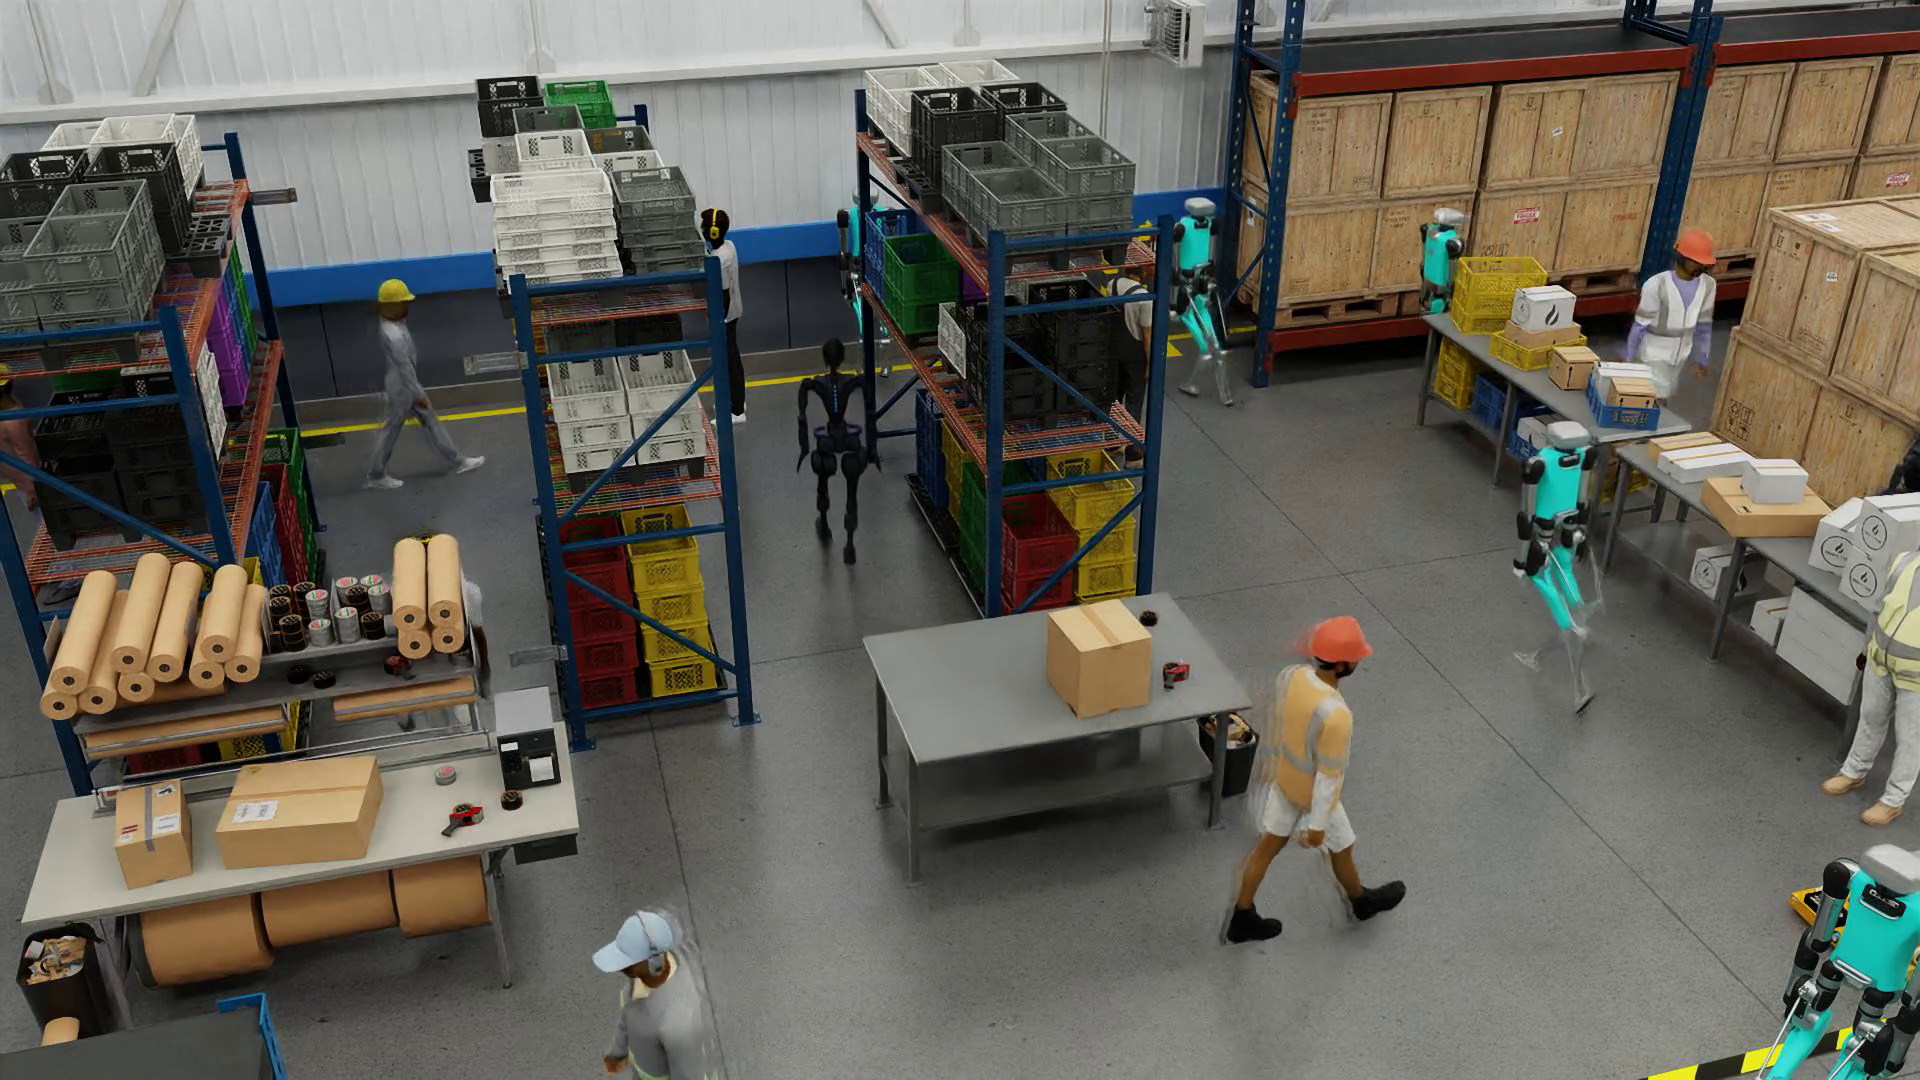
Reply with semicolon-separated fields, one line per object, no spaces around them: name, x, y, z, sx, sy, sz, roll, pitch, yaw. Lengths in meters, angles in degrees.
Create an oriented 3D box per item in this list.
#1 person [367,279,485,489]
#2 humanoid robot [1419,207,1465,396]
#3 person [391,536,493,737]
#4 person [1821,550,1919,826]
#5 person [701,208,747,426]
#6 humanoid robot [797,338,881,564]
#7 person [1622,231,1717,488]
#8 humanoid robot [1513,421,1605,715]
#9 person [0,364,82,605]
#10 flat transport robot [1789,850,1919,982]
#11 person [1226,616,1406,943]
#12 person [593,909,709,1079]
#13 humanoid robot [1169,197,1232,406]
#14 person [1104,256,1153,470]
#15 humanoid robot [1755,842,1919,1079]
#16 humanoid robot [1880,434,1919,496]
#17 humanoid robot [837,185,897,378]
person;-4.270;-1.206;12.868;0.918;1.686;0.503;-9;30;-16
humanoid robot;4.301;-1.966;14.291;0.840;1.871;0.537;-8;30;-15
person;-2.787;0.836;9.025;0.516;1.830;0.842;-8;30;-13
person;5.251;0.729;9.215;0.429;1.837;0.622;-11;31;-19
person;-1.981;-1.857;13.877;0.328;1.873;0.517;0;29;-1
humanoid robot;-0.882;-0.685;11.963;0.606;1.633;0.646;-4;29;-7
person;5.538;-1.392;12.880;0.649;2.014;0.806;-7;30;-13
humanoid robot;3.829;0.225;10.263;0.550;1.787;0.916;-12;31;-21
person;-6.370;-0.395;11.325;0.324;1.766;0.532;-17;33;-28
flat transport robot;5.163;1.916;8.676;1.431;0.231;0.659;-8;30;-14
person;1.825;1.194;8.299;1.001;1.881;0.566;-9;30;-16
person;-1.198;2.164;6.630;0.928;1.807;0.597;-8;30;-15
humanoid robot;2.152;-1.952;14.291;0.553;1.885;0.799;-20;34;-31
person;1.350;-1.447;13.163;0.345;1.839;0.504;-20;35;-32
humanoid robot;3.519;2.033;6.805;0.735;1.671;0.533;-18;34;-29
humanoid robot;6.266;-0.140;11.000;0.609;1.620;0.783;-12;31;-20
humanoid robot;-0.782;-2.177;14.455;0.533;1.681;0.735;-2;29;-3
